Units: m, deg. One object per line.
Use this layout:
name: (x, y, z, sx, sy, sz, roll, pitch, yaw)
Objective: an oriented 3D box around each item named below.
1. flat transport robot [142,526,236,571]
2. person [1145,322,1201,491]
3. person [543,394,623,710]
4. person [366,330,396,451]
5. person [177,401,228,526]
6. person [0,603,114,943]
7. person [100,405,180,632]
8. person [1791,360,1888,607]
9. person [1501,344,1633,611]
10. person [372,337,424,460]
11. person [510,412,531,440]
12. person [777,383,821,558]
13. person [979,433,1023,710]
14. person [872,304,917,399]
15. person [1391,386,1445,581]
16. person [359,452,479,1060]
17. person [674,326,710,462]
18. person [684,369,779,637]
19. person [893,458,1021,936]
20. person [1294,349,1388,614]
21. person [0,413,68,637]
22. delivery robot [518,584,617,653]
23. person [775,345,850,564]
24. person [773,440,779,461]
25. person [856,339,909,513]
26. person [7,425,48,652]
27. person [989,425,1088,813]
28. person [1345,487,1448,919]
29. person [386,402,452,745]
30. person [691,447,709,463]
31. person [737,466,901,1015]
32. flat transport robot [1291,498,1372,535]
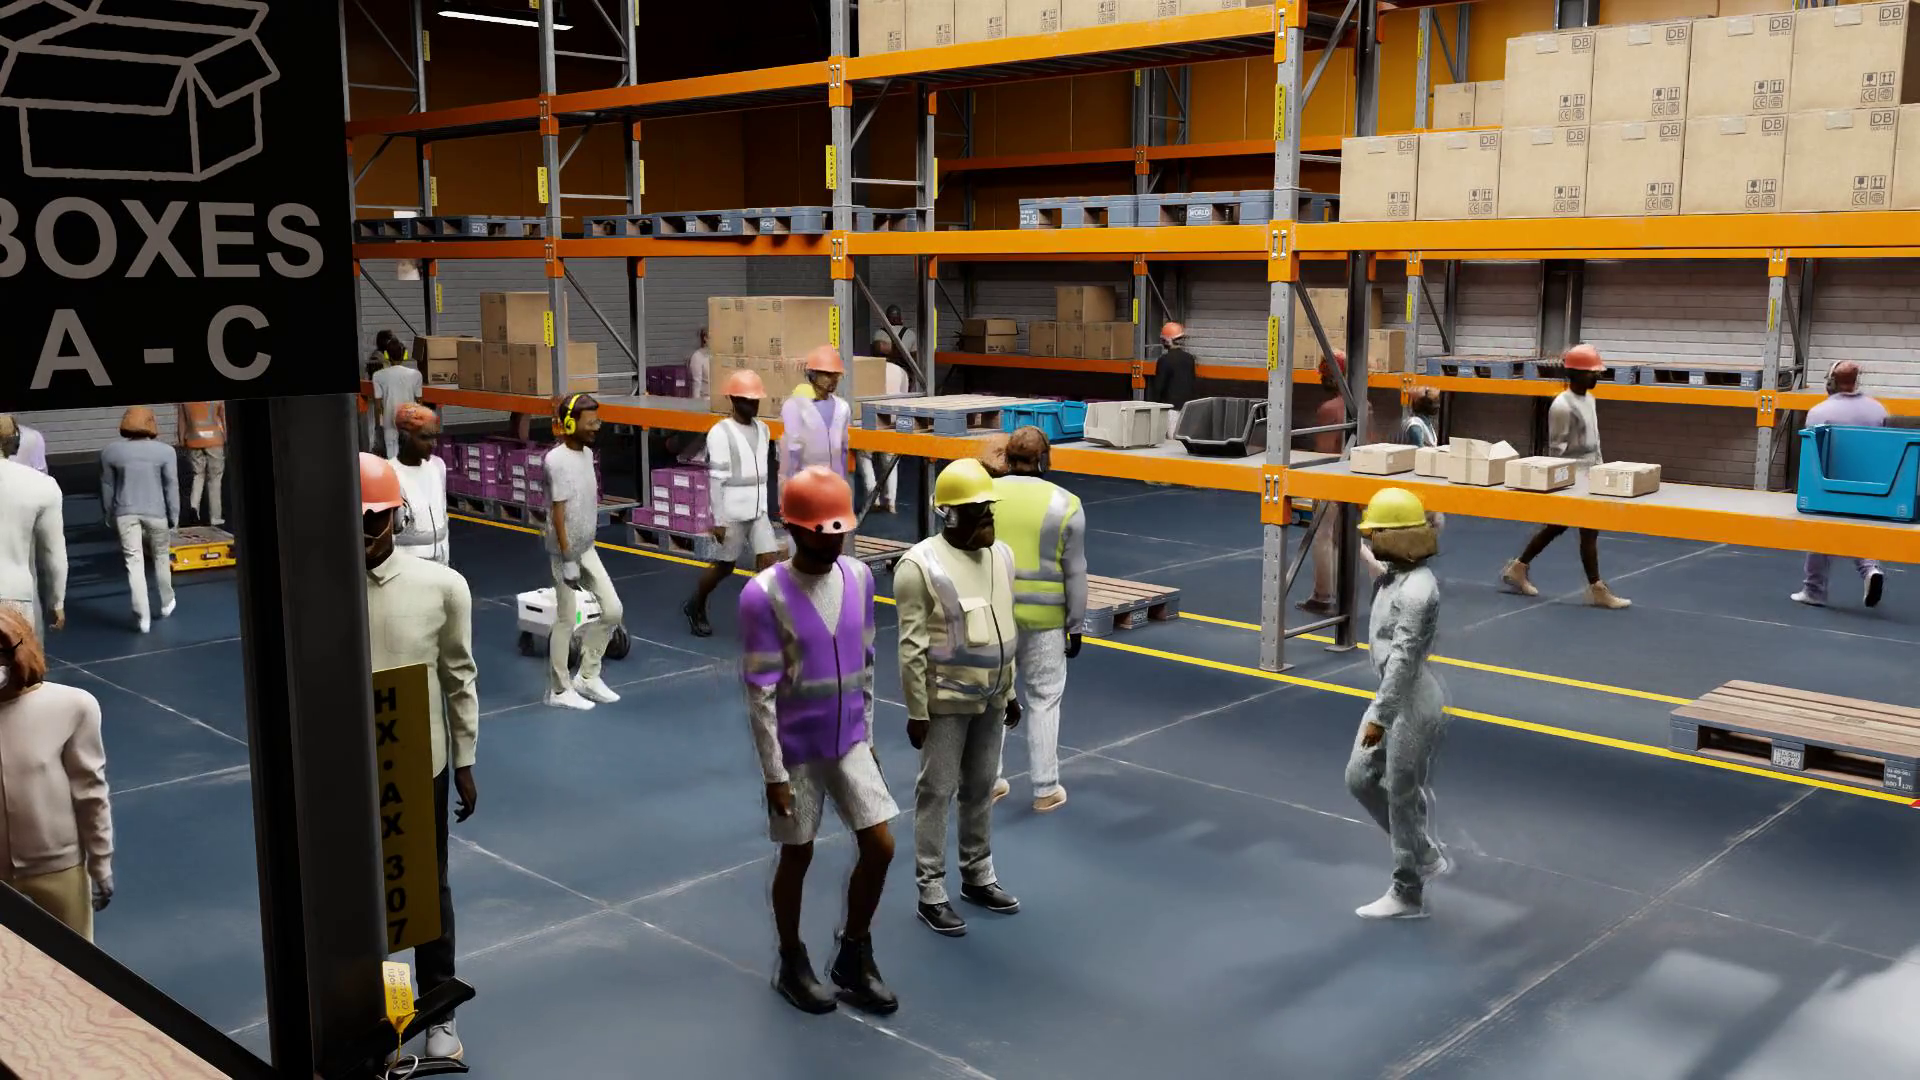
flat transport robot: (-6.752, 0.057, 14.572, 0.652, 0.197, 1.431, -8, 12, -39)
person: (2.546, -1.551, 19.311, 0.963, 1.959, 0.632, 9, 13, 44)
person: (-2.199, 0.085, 9.595, 0.518, 1.847, 0.517, 3, 10, 20)
person: (-7.141, -1.735, 20.907, 0.973, 1.786, 0.656, 1, 9, 9)
person: (-7.479, -0.937, 16.496, 0.537, 1.625, 0.389, 0, 9, 0)
person: (-2.724, 0.972, 4.817, 0.496, 1.627, 0.272, -4, 10, -24)
person: (-5.859, -0.171, 11.914, 0.516, 1.589, 0.822, -4, 10, -22)
person: (6.603, -0.403, 12.440, 0.653, 1.885, 0.664, -1, 9, -6)
person: (4.640, -0.500, 12.699, 1.018, 2.007, 0.607, 7, 11, 35)
person: (-5.681, -1.115, 16.872, 0.530, 1.869, 0.314, -5, 11, -30)
person: (-5.871, -2.025, 22.340, 0.404, 1.906, 0.652, -6, 11, -31)
person: (-1.028, -0.245, 11.938, 0.531, 1.750, 0.657, -8, 12, -41)
person: (0.248, 0.184, 9.665, 0.544, 1.608, 0.520, 2, 10, 14)
person: (-0.992, -2.486, 24.752, 0.686, 2.000, 0.538, -2, 10, -14)
person: (3.710, -0.423, 13.398, 0.466, 1.625, 0.534, 5, 11, 30)
person: (-1.844, 0.712, 5.286, 0.617, 1.994, 0.381, -2, 9, -12)
person: (-3.076, -1.645, 20.109, 0.870, 1.877, 0.653, 3, 10, 16)
person: (-1.543, -0.220, 11.314, 0.917, 1.906, 0.555, 7, 12, 38)
person: (0.019, 0.596, 6.479, 0.404, 1.837, 0.595, 9, 13, 44)
person: (2.851, -0.410, 12.248, 0.639, 1.978, 0.622, 7, 12, 38)
person: (-4.684, 0.307, 8.069, 0.646, 1.893, 0.741, -3, 10, -20)
delivery robot: (-2.573, 0.472, 10.877, 0.707, 0.478, 0.477, 8, 12, 41)
person: (-1.084, -0.408, 12.077, 0.609, 2.022, 0.745, -8, 13, -42)
person: (-2.594, -1.986, 22.211, 0.578, 1.878, 0.351, 0, 9, 3)
person: (-0.851, -1.185, 17.442, 0.650, 1.822, 0.518, -6, 11, -34)
person: (-6.058, -0.088, 10.487, 0.595, 1.908, 0.414, -6, 11, -32)
person: (0.305, 0.374, 7.874, 0.619, 1.835, 0.432, 3, 10, 18)
person: (1.694, 0.654, 6.480, 0.365, 1.724, 0.483, 0, 9, 1)
person: (-2.888, 0.200, 8.816, 0.426, 1.866, 0.612, 4, 10, 22)
person: (-3.129, -1.761, 21.714, 0.862, 1.585, 0.499, -1, 9, -8)
person: (-0.452, 0.700, 5.609, 0.558, 1.910, 0.615, -7, 12, -38)
flat transport robot: (3.786, -0.257, 16.498, 0.652, 0.197, 1.431, -6, 11, -34)
